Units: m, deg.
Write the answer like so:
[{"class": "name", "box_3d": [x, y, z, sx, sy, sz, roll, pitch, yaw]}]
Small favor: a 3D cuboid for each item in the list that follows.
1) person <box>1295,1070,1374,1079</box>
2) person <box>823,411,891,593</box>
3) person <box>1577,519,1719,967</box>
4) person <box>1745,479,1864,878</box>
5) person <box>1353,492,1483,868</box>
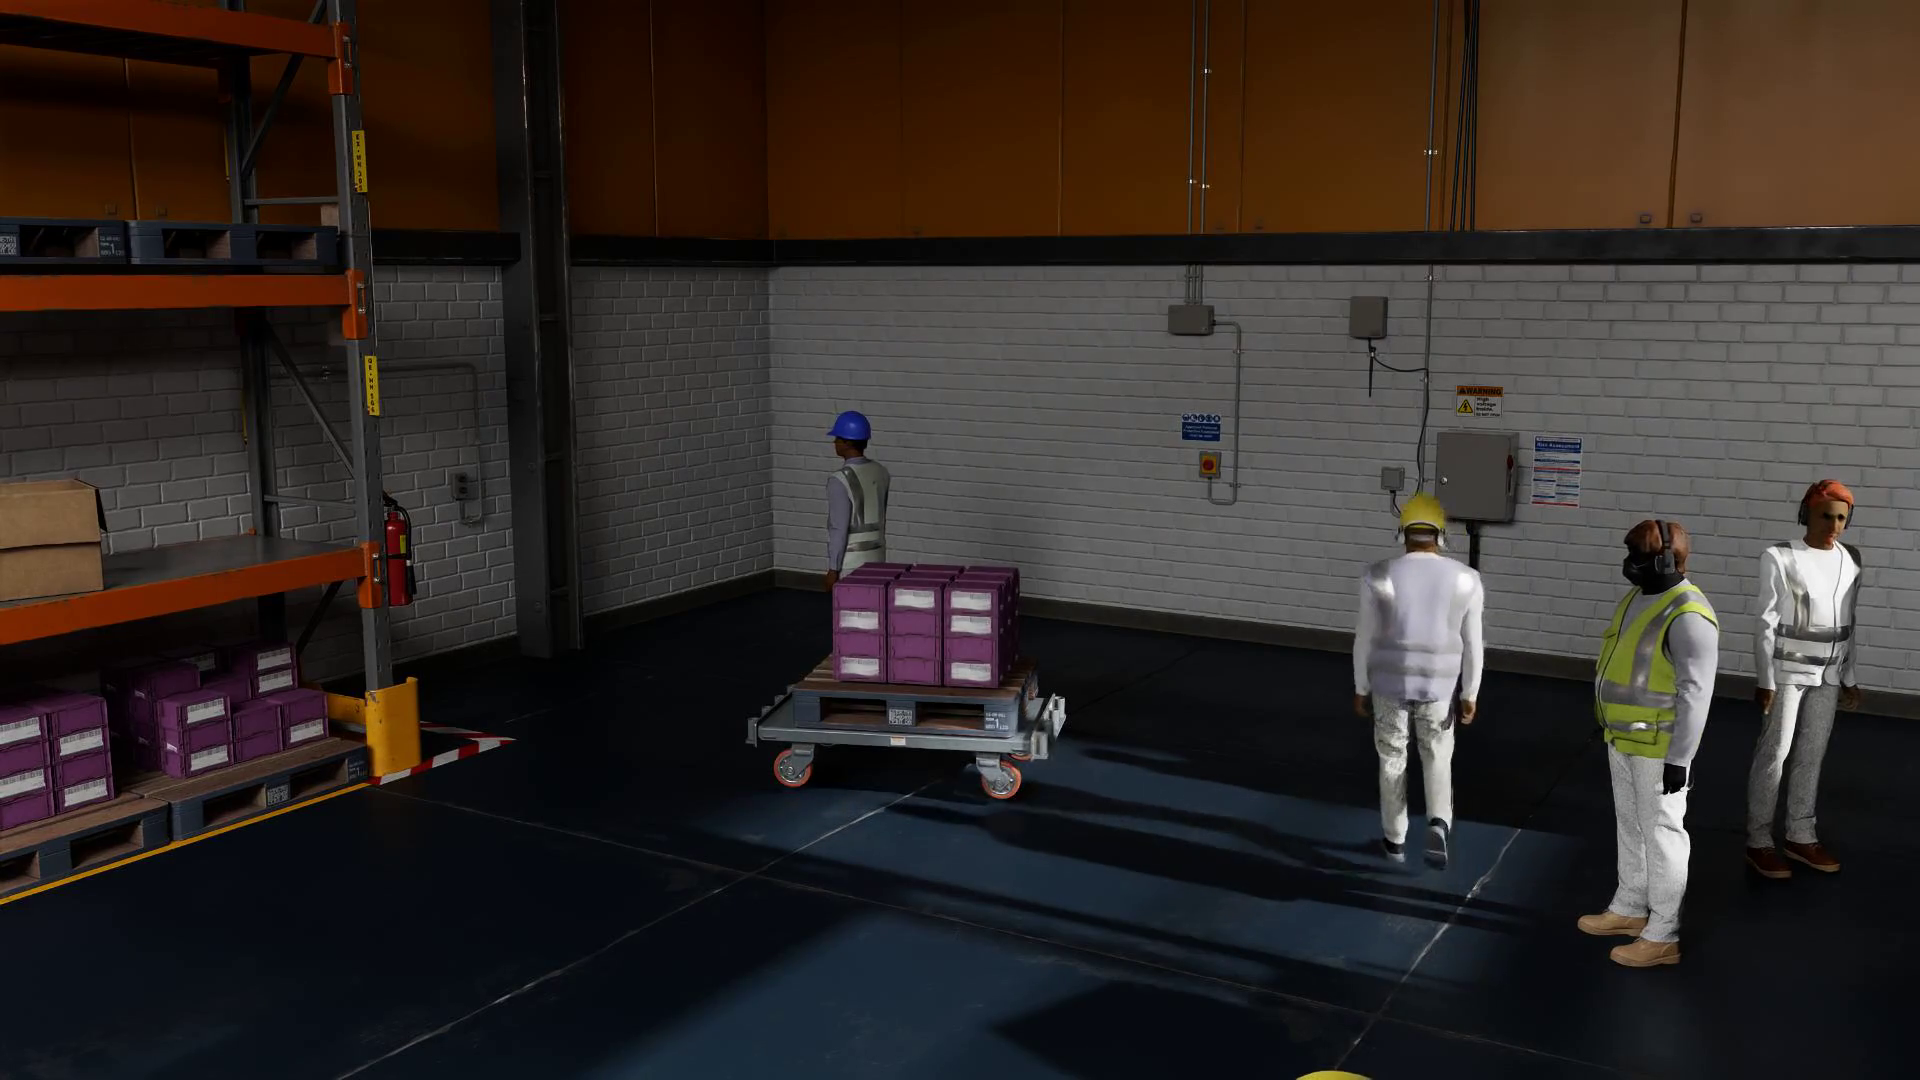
[{"class": "person", "box_3d": [0.451, 1.559, 2.044, 0.384, 1.928, 0.589, -9, 13, -44]}, {"class": "person", "box_3d": [-0.682, 0.127, 10.907, 0.381, 1.951, 0.605, 5, 10, 28]}, {"class": "person", "box_3d": [2.838, 0.827, 6.878, 0.429, 1.842, 0.635, 0, 9, -1]}, {"class": "person", "box_3d": [3.998, 0.648, 7.860, 0.572, 1.886, 0.355, -3, 9, -16]}, {"class": "person", "box_3d": [2.163, 0.683, 7.883, 0.591, 1.807, 0.573, 1, 9, 9]}]
